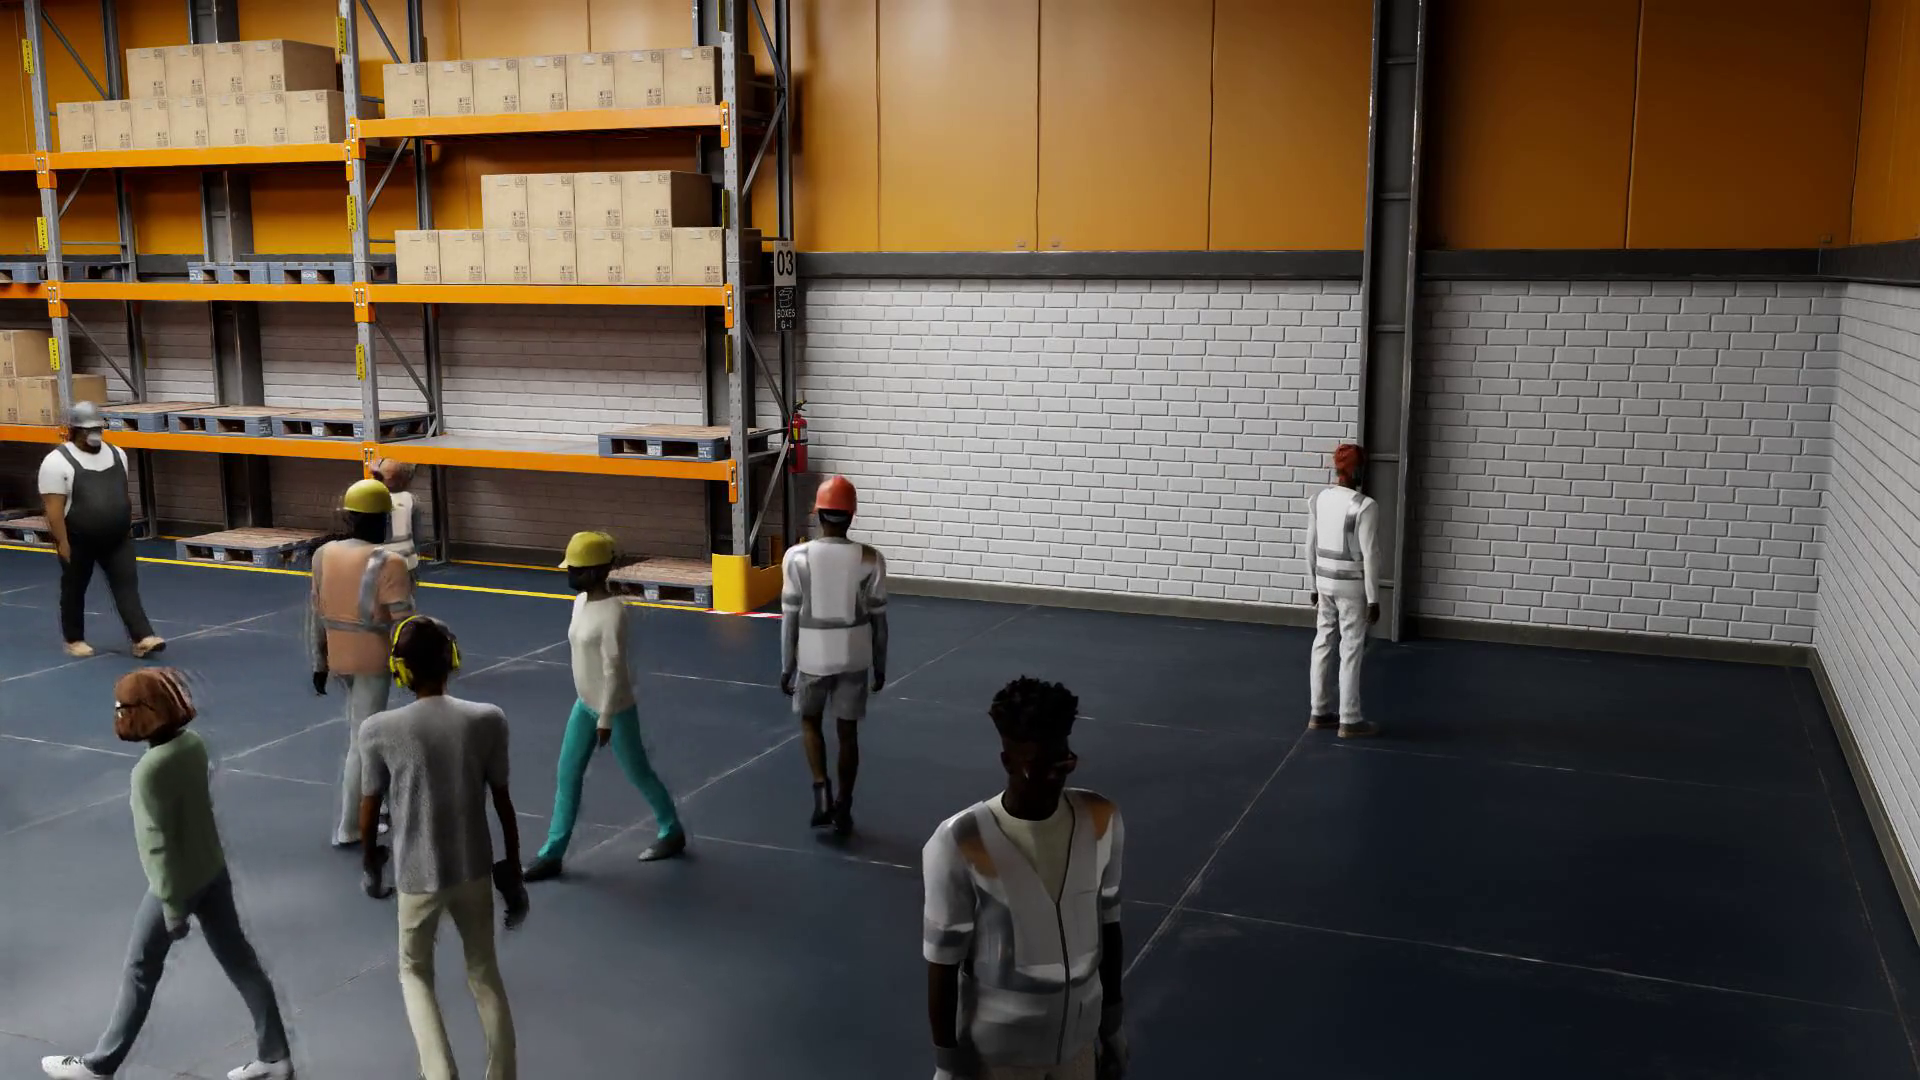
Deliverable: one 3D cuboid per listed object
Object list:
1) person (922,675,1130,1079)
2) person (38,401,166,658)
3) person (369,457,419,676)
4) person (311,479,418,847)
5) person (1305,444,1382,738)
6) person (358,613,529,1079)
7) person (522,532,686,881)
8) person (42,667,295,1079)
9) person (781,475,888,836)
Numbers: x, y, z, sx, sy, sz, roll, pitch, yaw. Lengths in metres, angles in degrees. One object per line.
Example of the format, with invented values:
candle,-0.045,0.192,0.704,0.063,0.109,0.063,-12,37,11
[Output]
person,0.183,1.312,4.459,0.610,1.960,0.369,-5,11,-29
person,-6.559,-0.084,12.652,1.014,2.000,0.699,6,11,34
person,-4.143,0.206,12.119,0.362,1.628,0.541,4,10,23
person,-3.076,0.619,8.834,0.613,1.890,0.851,4,10,25
person,2.465,0.320,10.674,0.338,1.882,0.583,-6,11,-32
person,-1.751,1.161,5.699,0.528,1.844,0.504,-6,11,-31
person,-1.767,0.806,8.227,0.902,1.718,0.538,-7,12,-37
person,-2.873,1.237,6.018,0.877,1.583,0.518,0,9,1
person,-0.663,0.614,8.778,0.575,1.920,0.399,-1,9,-6
